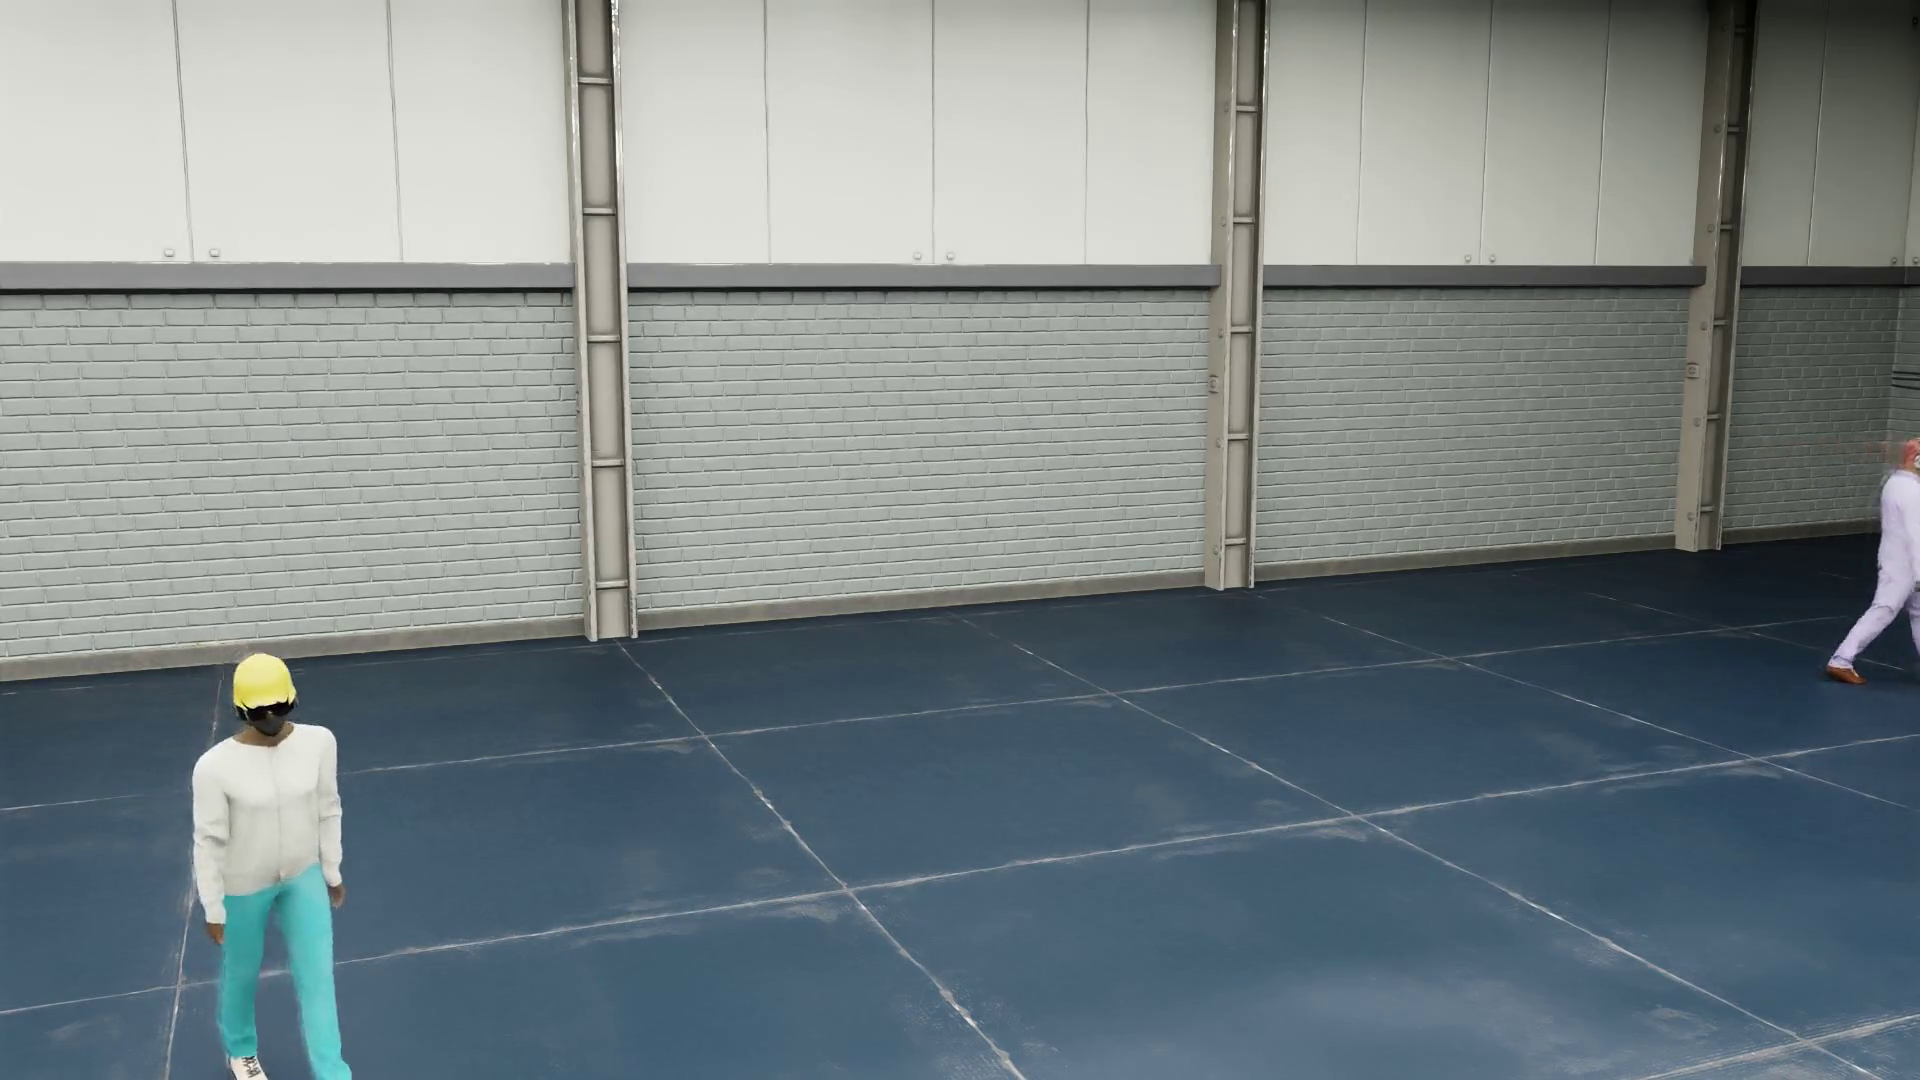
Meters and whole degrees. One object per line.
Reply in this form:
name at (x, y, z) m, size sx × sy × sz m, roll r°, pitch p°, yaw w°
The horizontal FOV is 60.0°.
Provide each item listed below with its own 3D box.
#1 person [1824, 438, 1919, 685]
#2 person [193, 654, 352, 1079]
person at (6.904, 0.176, 12.189) m, size 0.976 × 1.865 × 0.658 m, roll 4°, pitch 10°, yaw 22°
person at (-2.460, 1.237, 5.968) m, size 0.533 × 1.710 × 0.878 m, roll -9°, pitch 12°, yaw -43°
